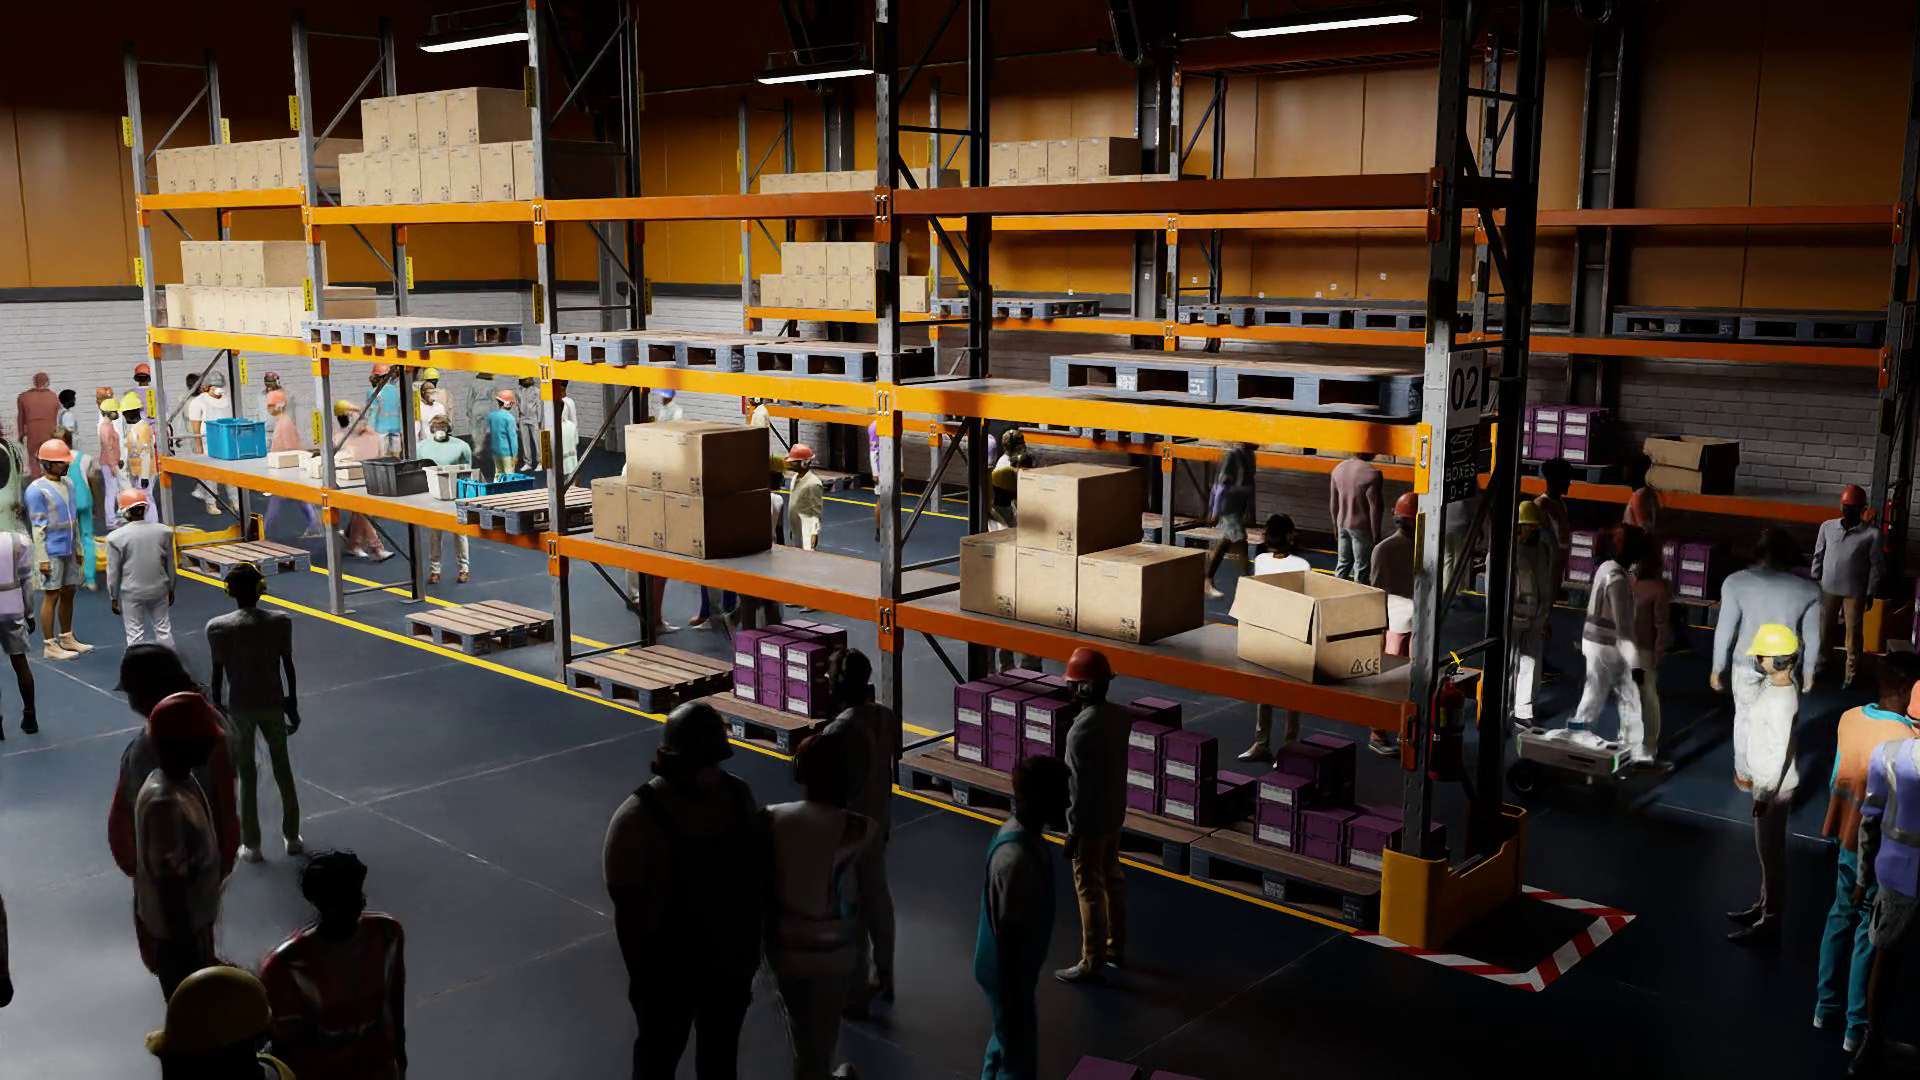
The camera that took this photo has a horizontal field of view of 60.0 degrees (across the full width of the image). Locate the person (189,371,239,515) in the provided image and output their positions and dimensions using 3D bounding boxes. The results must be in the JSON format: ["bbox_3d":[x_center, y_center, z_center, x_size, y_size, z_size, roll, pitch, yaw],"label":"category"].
[{"bbox_3d":[-10.462,-1.384,23.516,0.535,2.000,0.681,9,13,40],"label":"person"}]

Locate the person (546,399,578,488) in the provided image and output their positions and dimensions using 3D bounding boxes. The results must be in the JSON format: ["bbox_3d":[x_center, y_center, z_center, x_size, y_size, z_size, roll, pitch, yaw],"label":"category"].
[{"bbox_3d":[-4.951,-0.822,20.686,0.398,1.920,0.590,3,10,16],"label":"person"}]

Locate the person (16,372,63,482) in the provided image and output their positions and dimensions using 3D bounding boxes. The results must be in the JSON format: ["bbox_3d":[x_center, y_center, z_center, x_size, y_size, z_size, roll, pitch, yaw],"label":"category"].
[{"bbox_3d":[-13.861,-1.590,25.136,0.715,1.891,0.629,-4,11,-19],"label":"person"}]

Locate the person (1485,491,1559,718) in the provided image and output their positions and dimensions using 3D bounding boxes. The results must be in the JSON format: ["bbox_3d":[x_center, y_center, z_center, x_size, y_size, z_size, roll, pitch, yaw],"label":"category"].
[{"bbox_3d":[4.476,0.515,13.385,0.432,1.836,0.618,-7,12,-36],"label":"person"}]

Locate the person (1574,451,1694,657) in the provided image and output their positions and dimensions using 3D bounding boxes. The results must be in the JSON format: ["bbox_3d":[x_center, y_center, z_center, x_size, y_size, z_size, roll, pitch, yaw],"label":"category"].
[{"bbox_3d":[6.304,0.137,15.313,1.021,1.915,0.612,6,12,31],"label":"person"}]

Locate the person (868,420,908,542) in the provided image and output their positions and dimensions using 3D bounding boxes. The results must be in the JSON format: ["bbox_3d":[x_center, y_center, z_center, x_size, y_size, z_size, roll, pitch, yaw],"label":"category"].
[{"bbox_3d":[-0.908,-0.914,21.198,0.392,1.923,0.553,9,13,40],"label":"person"}]

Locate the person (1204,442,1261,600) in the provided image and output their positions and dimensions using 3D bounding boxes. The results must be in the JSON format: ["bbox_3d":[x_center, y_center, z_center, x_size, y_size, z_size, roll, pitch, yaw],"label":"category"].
[{"bbox_3d":[2.989,-0.297,17.600,1.049,1.958,0.685,6,12,31],"label":"person"}]

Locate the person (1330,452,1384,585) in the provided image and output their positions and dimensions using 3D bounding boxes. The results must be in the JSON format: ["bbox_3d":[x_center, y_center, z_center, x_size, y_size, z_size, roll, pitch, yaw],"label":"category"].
[{"bbox_3d":[3.950,-0.100,16.554,0.377,1.937,0.629,-7,12,-33],"label":"person"}]

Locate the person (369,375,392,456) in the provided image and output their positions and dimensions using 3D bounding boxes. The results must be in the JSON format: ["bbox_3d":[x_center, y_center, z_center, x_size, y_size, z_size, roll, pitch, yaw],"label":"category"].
[{"bbox_3d":[-9.710,-1.949,27.847,0.309,1.638,0.522,3,10,15],"label":"person"}]

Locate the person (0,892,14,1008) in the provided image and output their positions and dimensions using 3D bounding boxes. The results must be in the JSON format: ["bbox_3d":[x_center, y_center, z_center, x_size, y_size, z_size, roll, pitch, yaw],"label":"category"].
[{"bbox_3d":[-4.066,1.701,6.664,0.627,1.835,0.428,2,10,12],"label":"person"}]

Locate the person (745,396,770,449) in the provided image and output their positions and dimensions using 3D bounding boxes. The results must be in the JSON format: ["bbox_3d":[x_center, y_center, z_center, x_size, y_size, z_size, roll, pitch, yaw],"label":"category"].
[{"bbox_3d":[-2.958,-1.385,24.383,0.355,1.737,0.576,-2,10,-9],"label":"person"}]

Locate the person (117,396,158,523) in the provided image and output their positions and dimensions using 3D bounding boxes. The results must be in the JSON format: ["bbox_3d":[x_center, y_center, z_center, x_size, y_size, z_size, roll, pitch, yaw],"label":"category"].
[{"bbox_3d":[-10.315,-0.861,20.929,0.399,1.911,0.595,-7,12,-35],"label":"person"}]

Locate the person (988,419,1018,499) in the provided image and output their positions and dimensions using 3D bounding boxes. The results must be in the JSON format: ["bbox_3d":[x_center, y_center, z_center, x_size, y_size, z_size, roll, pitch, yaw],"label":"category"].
[{"bbox_3d":[0.462,-0.944,21.206,0.607,1.987,0.409,6,12,31],"label":"person"}]

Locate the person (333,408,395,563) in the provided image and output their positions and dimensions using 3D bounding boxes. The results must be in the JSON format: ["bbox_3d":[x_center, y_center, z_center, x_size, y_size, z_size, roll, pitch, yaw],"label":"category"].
[{"bbox_3d":[-7.122,-0.661,19.960,0.995,1.856,0.641,5,11,28],"label":"person"}]

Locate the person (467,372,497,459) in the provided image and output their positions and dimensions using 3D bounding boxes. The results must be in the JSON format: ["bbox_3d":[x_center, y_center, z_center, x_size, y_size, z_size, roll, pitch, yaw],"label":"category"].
[{"bbox_3d":[-8.478,-2.270,29.509,0.536,1.688,0.401,-4,11,-23],"label":"person"}]

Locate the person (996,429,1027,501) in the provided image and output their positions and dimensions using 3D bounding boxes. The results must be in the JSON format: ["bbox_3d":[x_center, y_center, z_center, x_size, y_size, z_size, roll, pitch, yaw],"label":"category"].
[{"bbox_3d":[0.524,-0.164,16.909,0.372,1.940,0.632,0,10,1],"label":"person"}]

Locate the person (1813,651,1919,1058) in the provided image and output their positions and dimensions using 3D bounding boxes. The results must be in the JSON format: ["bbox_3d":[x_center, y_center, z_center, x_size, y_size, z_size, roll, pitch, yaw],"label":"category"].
[{"bbox_3d":[4.290,1.454,7.822,0.370,1.915,0.597,0,10,-1],"label":"person"}]

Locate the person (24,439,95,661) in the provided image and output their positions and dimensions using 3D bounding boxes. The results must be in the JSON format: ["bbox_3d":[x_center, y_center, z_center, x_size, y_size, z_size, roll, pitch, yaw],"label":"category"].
[{"bbox_3d":[-8.223,0.091,15.216,0.404,2.035,0.602,1,10,7],"label":"person"}]

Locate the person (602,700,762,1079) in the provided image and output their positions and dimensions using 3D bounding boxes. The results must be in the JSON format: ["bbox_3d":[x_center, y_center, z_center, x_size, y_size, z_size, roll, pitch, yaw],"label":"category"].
[{"bbox_3d":[-1.035,1.608,6.601,0.535,2.000,0.683,9,14,42],"label":"person"}]

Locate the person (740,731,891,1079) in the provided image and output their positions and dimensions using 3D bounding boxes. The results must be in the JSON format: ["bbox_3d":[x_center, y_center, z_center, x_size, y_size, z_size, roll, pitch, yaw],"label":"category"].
[{"bbox_3d":[-0.573,1.684,6.772,0.586,1.822,1.001,3,10,16],"label":"person"}]

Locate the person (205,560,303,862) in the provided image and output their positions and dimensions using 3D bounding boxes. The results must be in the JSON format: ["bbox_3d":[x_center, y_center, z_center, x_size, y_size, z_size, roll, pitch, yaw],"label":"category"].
[{"bbox_3d":[-4.345,1.052,10.246,0.513,1.866,0.331,-6,12,-31],"label":"person"}]

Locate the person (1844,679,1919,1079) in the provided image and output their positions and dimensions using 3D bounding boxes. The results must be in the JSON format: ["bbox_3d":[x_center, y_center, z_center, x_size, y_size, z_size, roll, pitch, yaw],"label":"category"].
[{"bbox_3d":[4.263,1.524,7.364,0.552,1.936,0.358,8,13,38],"label":"person"}]

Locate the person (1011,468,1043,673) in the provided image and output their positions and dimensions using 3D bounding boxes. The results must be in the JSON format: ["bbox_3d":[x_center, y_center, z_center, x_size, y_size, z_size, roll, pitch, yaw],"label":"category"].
[{"bbox_3d":[0.568,0.303,14.443,0.358,1.880,0.575,3,10,15],"label":"person"}]

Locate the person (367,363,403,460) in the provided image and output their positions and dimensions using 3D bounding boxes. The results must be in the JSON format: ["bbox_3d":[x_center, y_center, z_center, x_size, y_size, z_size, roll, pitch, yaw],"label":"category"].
[{"bbox_3d":[-8.661,-1.663,25.075,0.368,2.048,0.607,7,12,34],"label":"person"}]

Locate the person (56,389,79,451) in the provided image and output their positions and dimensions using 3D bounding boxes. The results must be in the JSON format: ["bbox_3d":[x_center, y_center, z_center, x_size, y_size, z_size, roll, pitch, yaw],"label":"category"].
[{"bbox_3d":[-13.149,-1.381,24.513,0.330,1.685,0.554,-7,12,-35],"label":"person"}]

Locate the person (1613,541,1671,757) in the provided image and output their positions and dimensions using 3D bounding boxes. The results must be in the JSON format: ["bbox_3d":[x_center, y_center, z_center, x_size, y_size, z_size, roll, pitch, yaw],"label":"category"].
[{"bbox_3d":[5.031,0.806,12.310,0.279,1.626,0.505,-3,11,-19],"label":"person"}]

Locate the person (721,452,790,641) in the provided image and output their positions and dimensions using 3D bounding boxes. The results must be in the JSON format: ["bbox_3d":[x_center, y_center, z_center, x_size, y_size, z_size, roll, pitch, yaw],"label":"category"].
[{"bbox_3d":[-1.863,0.119,15.427,0.732,1.901,0.603,1,10,6],"label":"person"}]

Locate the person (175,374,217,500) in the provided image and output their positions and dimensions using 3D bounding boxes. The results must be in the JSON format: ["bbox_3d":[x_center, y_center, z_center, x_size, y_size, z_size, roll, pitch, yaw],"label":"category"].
[{"bbox_3d":[-11.413,-1.536,24.853,0.583,1.862,0.974,1,10,6],"label":"person"}]

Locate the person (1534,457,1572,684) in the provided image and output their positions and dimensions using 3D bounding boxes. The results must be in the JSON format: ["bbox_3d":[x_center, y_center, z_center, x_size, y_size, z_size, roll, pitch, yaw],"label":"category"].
[{"bbox_3d":[5.109,0.252,14.477,0.373,1.966,0.607,7,12,36],"label":"person"}]

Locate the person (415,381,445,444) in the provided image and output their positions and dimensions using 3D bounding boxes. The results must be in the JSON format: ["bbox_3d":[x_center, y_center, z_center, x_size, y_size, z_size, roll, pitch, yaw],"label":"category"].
[{"bbox_3d":[-7.271,-1.207,22.804,0.355,1.938,0.634,5,11,26],"label":"person"}]

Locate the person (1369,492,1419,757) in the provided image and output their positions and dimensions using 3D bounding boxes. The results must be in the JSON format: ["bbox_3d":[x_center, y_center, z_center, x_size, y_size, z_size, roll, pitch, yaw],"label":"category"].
[{"bbox_3d":[3.303,0.619,12.355,0.616,1.986,0.407,-6,12,-31],"label":"person"}]

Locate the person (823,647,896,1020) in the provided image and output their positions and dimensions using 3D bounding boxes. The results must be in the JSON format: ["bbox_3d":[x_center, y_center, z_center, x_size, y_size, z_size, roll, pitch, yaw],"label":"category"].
[{"bbox_3d":[-0.507,1.429,8.167,0.328,1.842,0.514,6,12,32],"label":"person"}]

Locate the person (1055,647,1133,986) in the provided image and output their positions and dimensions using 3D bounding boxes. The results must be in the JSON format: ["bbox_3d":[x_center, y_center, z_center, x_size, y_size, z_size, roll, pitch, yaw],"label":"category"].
[{"bbox_3d":[0.668,1.406,8.557,0.346,1.746,0.573,6,12,30],"label":"person"}]
